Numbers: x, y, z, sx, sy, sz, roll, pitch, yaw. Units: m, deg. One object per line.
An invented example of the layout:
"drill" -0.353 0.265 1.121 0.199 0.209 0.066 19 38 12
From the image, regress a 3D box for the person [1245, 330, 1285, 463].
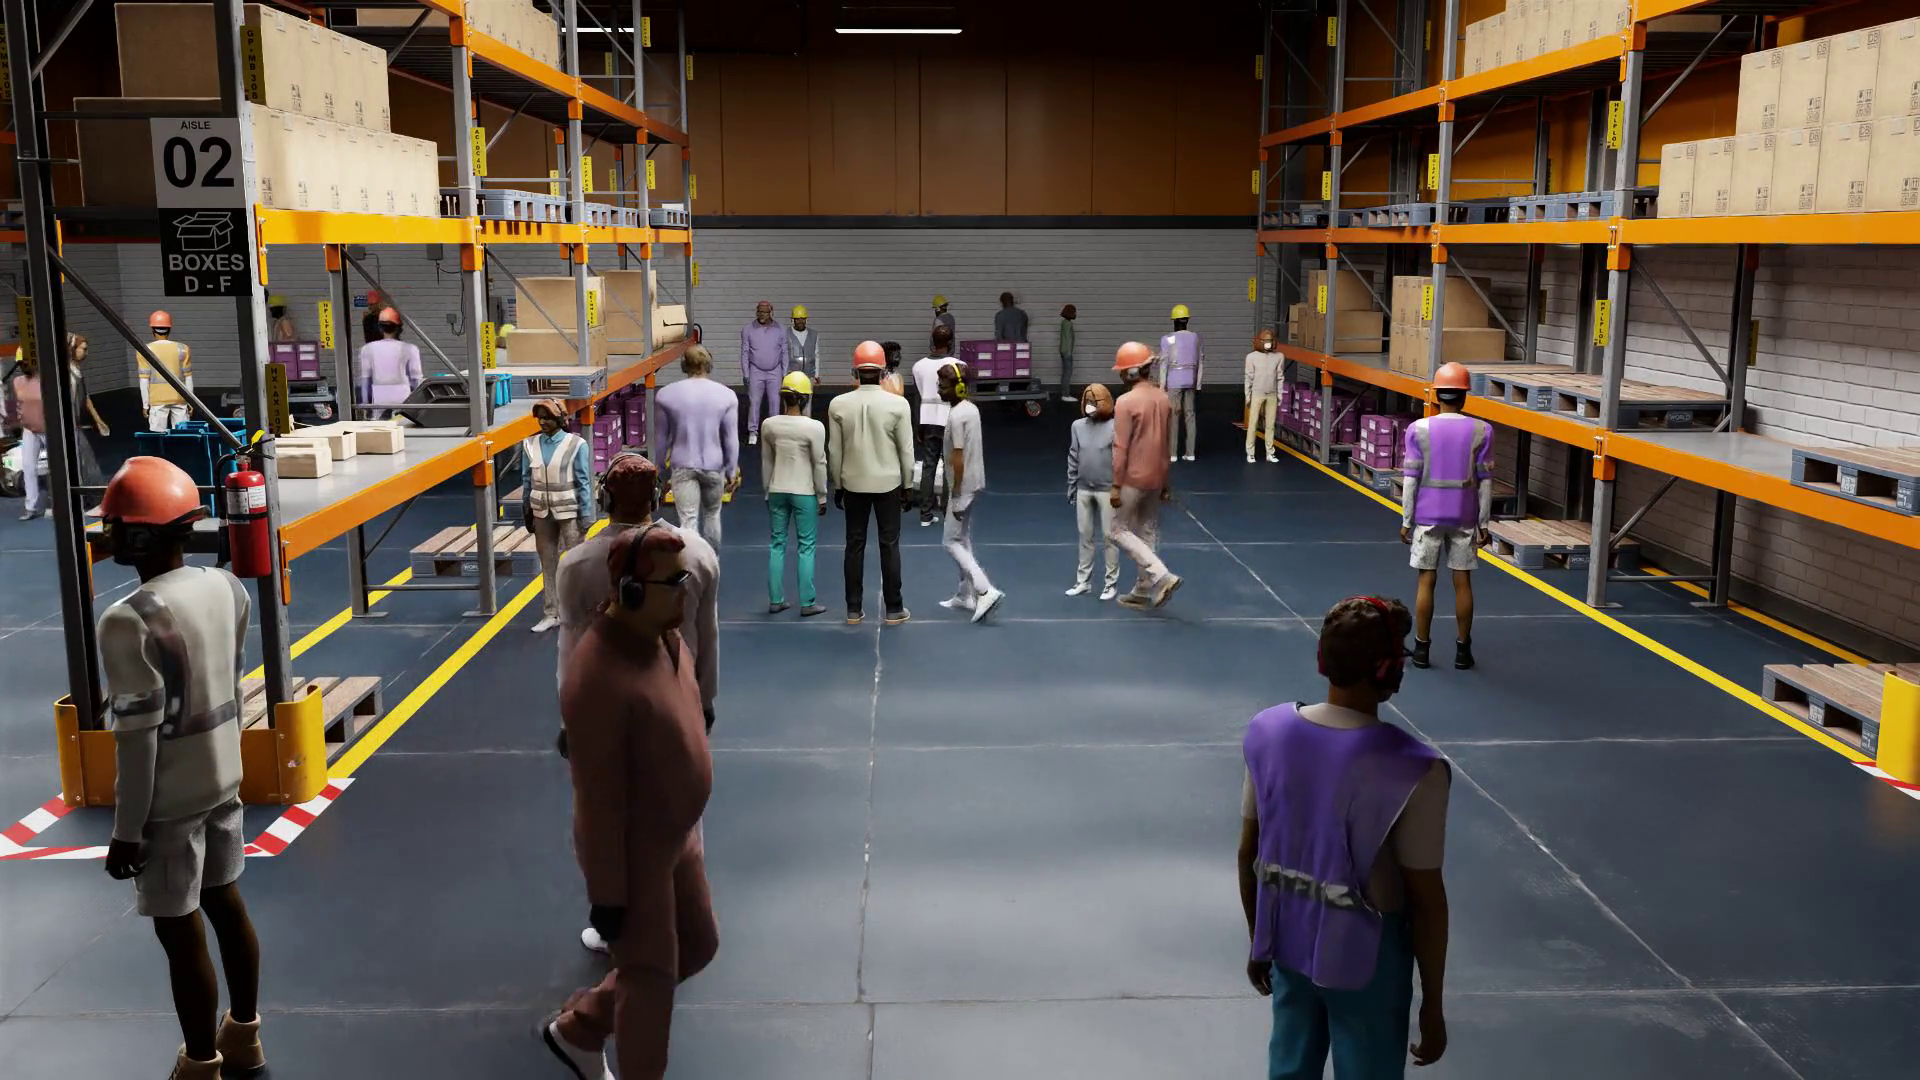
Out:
"person" 3.702 -1.744 20.224 0.496 1.626 0.284 -2 10 -10

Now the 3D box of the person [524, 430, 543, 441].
"person" -5.427 -2.043 21.328 0.622 1.835 0.430 -7 12 -33

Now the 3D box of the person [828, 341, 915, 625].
"person" -0.612 -0.390 11.641 0.612 1.997 0.376 2 10 9

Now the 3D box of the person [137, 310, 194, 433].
"person" -8.632 -1.521 18.108 0.545 1.938 0.356 -8 13 -36

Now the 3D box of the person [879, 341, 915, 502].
"person" -0.808 -1.222 17.152 0.685 1.677 0.527 7 12 33

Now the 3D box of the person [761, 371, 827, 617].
"person" -1.186 -0.331 11.985 0.528 1.759 0.343 4 11 23

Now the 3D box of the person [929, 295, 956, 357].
"person" -0.290 -3.016 26.761 0.404 1.821 0.587 4 11 22

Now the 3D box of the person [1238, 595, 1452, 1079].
"person" 0.920 1.047 4.067 0.373 1.840 0.570 -9 14 -41

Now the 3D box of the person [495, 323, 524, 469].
"person" -5.285 -1.661 19.467 0.484 1.732 0.564 0 10 2

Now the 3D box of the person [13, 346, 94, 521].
"person" -8.927 -1.081 16.273 0.558 1.720 0.798 2 10 11

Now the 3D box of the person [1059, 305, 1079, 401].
"person" 1.835 -3.153 28.075 0.307 1.629 0.509 -1 10 -3

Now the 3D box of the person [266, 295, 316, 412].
"person" -10.486 -2.882 25.924 1.000 1.878 0.578 -6 12 -29

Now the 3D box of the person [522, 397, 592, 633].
"person" -2.751 -0.161 11.382 0.520 1.634 0.312 3 11 16

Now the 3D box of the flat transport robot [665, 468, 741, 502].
"flat transport robot" -2.703 -0.598 17.610 0.652 0.197 1.431 0 10 -2

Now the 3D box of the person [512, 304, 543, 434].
"person" -5.893 -2.284 22.498 0.573 1.879 0.992 5 11 24

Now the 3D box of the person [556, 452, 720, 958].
"person" -1.218 0.620 6.265 0.651 1.907 0.409 -7 12 -35

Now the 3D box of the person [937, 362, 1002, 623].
"person" 0.071 -0.349 11.881 0.636 1.847 0.571 4 11 23

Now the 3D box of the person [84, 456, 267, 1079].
"person" -2.403 0.760 5.095 0.366 2.048 0.607 1 10 6

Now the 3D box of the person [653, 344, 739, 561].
"person" -2.036 -0.553 12.831 0.650 1.896 0.986 -2 10 -12

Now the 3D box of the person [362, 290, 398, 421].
"person" -8.612 -2.764 24.956 0.623 1.973 0.744 3 11 19

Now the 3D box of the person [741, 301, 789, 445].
"person" -2.573 -2.209 22.040 0.643 1.905 0.400 -2 10 -13

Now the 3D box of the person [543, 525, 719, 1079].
"person" -0.966 0.881 4.852 0.504 1.889 0.669 1 10 6

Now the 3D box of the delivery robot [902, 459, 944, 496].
"delivery robot" -0.268 -0.650 16.849 0.477 0.478 0.707 -9 13 -40

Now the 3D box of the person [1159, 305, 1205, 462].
"person" 2.692 -1.909 20.338 0.588 1.919 0.402 -4 11 -20

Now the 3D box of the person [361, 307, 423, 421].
"person" -6.028 -1.465 17.654 0.628 2.003 1.039 0 10 2

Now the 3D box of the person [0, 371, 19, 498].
"person" -10.178 -1.358 17.241 0.375 1.934 0.552 7 12 34

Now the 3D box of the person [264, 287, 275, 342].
"person" -11.412 -3.188 27.391 0.372 1.941 0.627 3 11 18

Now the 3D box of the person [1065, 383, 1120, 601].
"person" 1.029 -0.362 12.500 0.507 1.631 0.266 7 12 34

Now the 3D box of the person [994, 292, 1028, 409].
"person" 0.848 -3.056 26.862 0.647 1.877 1.005 -5 11 -27

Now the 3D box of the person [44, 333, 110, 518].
"person" -8.526 -1.108 16.196 0.938 1.792 0.512 -4 11 -19

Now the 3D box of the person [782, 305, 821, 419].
"person" -2.159 -2.247 22.438 0.588 1.835 0.403 -4 11 -22

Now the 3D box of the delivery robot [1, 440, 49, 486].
"delivery robot" -10.046 -0.833 17.868 0.477 0.478 0.707 3 10 15

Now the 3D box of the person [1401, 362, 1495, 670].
"person" 3.055 -0.149 10.471 0.550 1.933 0.373 2 10 11

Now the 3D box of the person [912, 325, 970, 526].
"person" -0.183 -1.064 15.657 0.582 1.911 0.392 6 12 32

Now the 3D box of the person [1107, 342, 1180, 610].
"person" 1.335 -0.435 11.953 0.556 1.971 0.638 9 13 41
